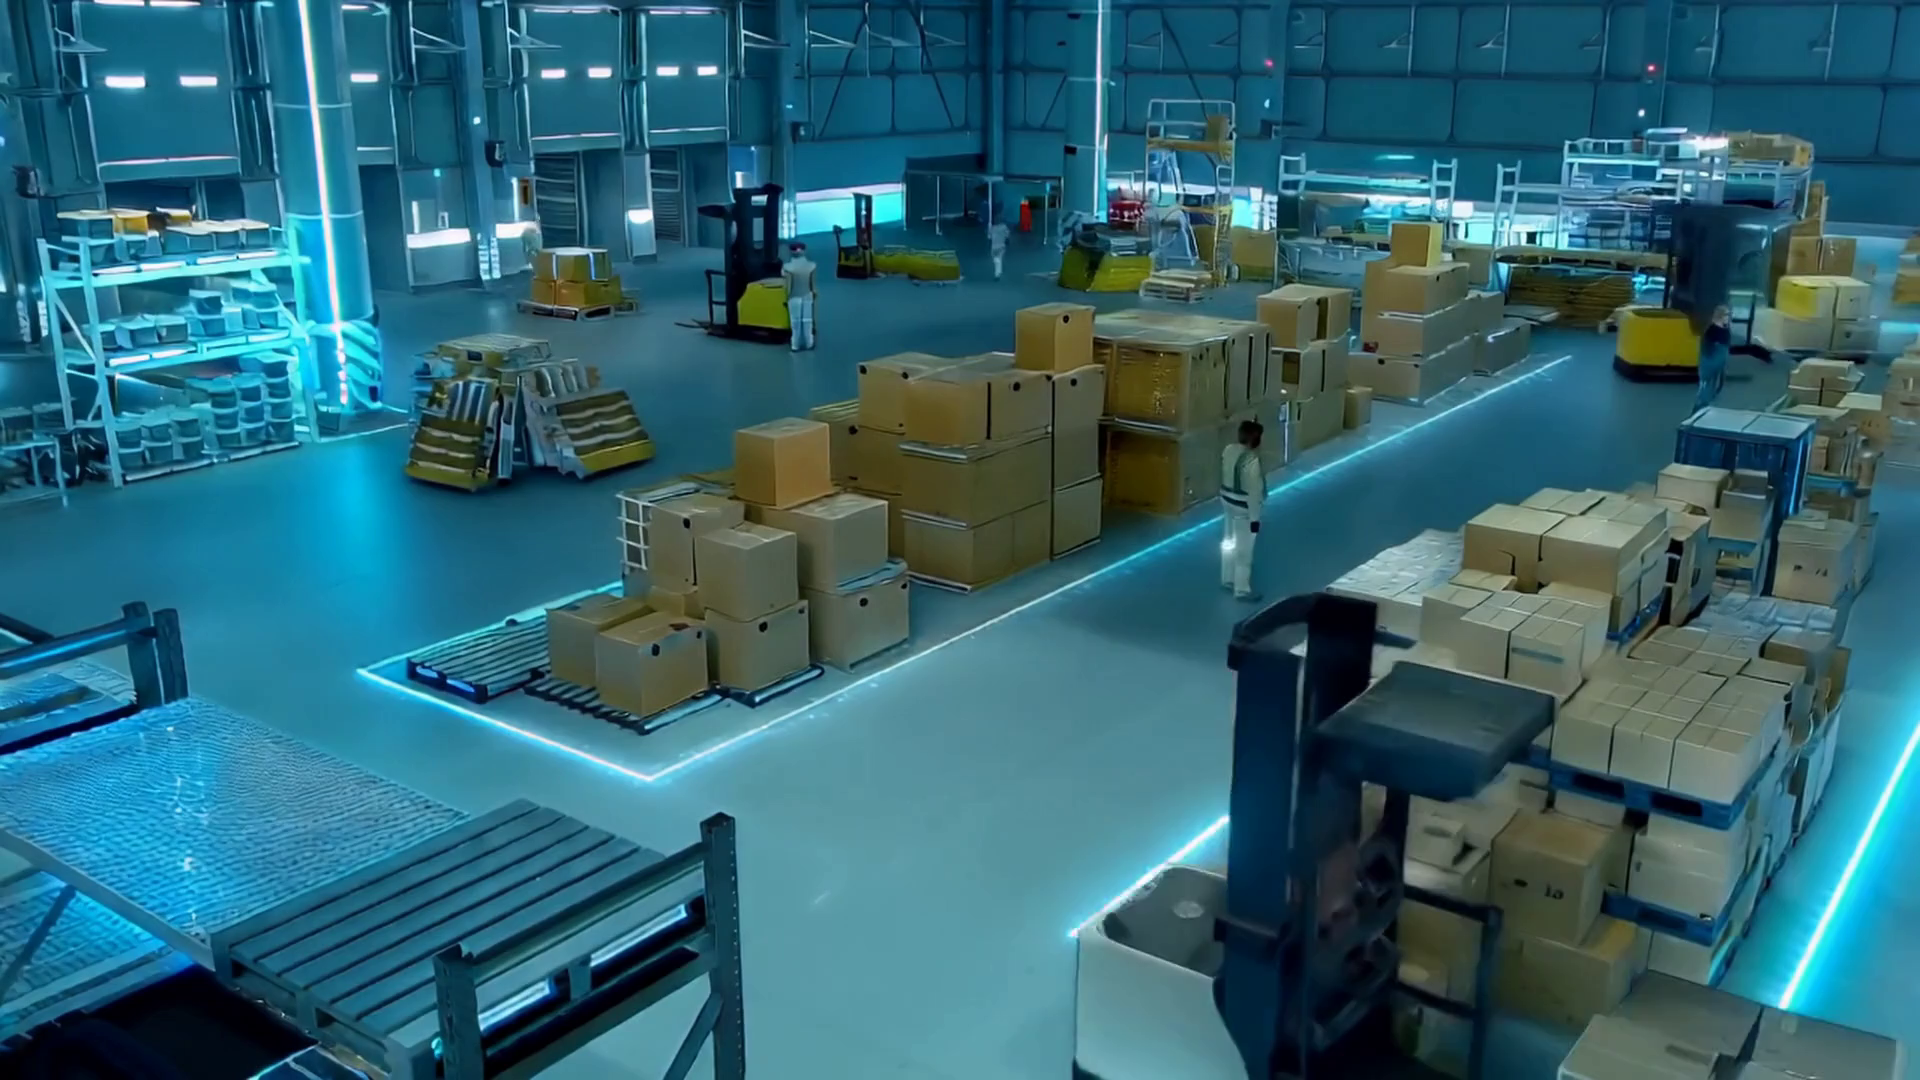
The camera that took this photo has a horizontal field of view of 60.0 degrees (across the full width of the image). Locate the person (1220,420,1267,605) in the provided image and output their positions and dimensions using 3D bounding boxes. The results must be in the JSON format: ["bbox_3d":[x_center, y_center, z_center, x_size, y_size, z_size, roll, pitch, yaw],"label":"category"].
[{"bbox_3d":[2.811,-0.282,16.487,0.430,1.840,0.621,-5,18,-17],"label":"person"}]

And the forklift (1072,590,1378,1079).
[{"bbox_3d":[1.605,1.696,8.157,1.873,2.768,1.129,12,21,35],"label":"forklift"}]

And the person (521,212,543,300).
[{"bbox_3d":[-9.027,-5.957,35.151,0.619,1.910,0.609,-15,22,-40],"label":"person"}]

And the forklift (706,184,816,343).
[{"bbox_3d":[-3.717,-5.181,30.929,1.873,2.768,1.129,12,21,35],"label":"forklift"}]

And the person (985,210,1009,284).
[{"bbox_3d":[0.806,-6.668,37.928,0.546,1.655,0.859,10,19,29],"label":"person"}]

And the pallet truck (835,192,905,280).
[{"bbox_3d":[-1.936,-7.159,38.982,1.885,1.965,0.823,-12,21,-34],"label":"pallet truck"}]

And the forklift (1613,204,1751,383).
[{"bbox_3d":[11.898,-4.034,27.131,1.873,2.768,1.129,1,17,3],"label":"forklift"}]

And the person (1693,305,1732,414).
[{"bbox_3d":[10.365,-2.270,22.894,0.356,1.938,0.638,15,22,40],"label":"person"}]

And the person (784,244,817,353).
[{"bbox_3d":[-2.846,-4.309,29.667,0.636,1.931,0.377,-9,19,-29],"label":"person"}]
